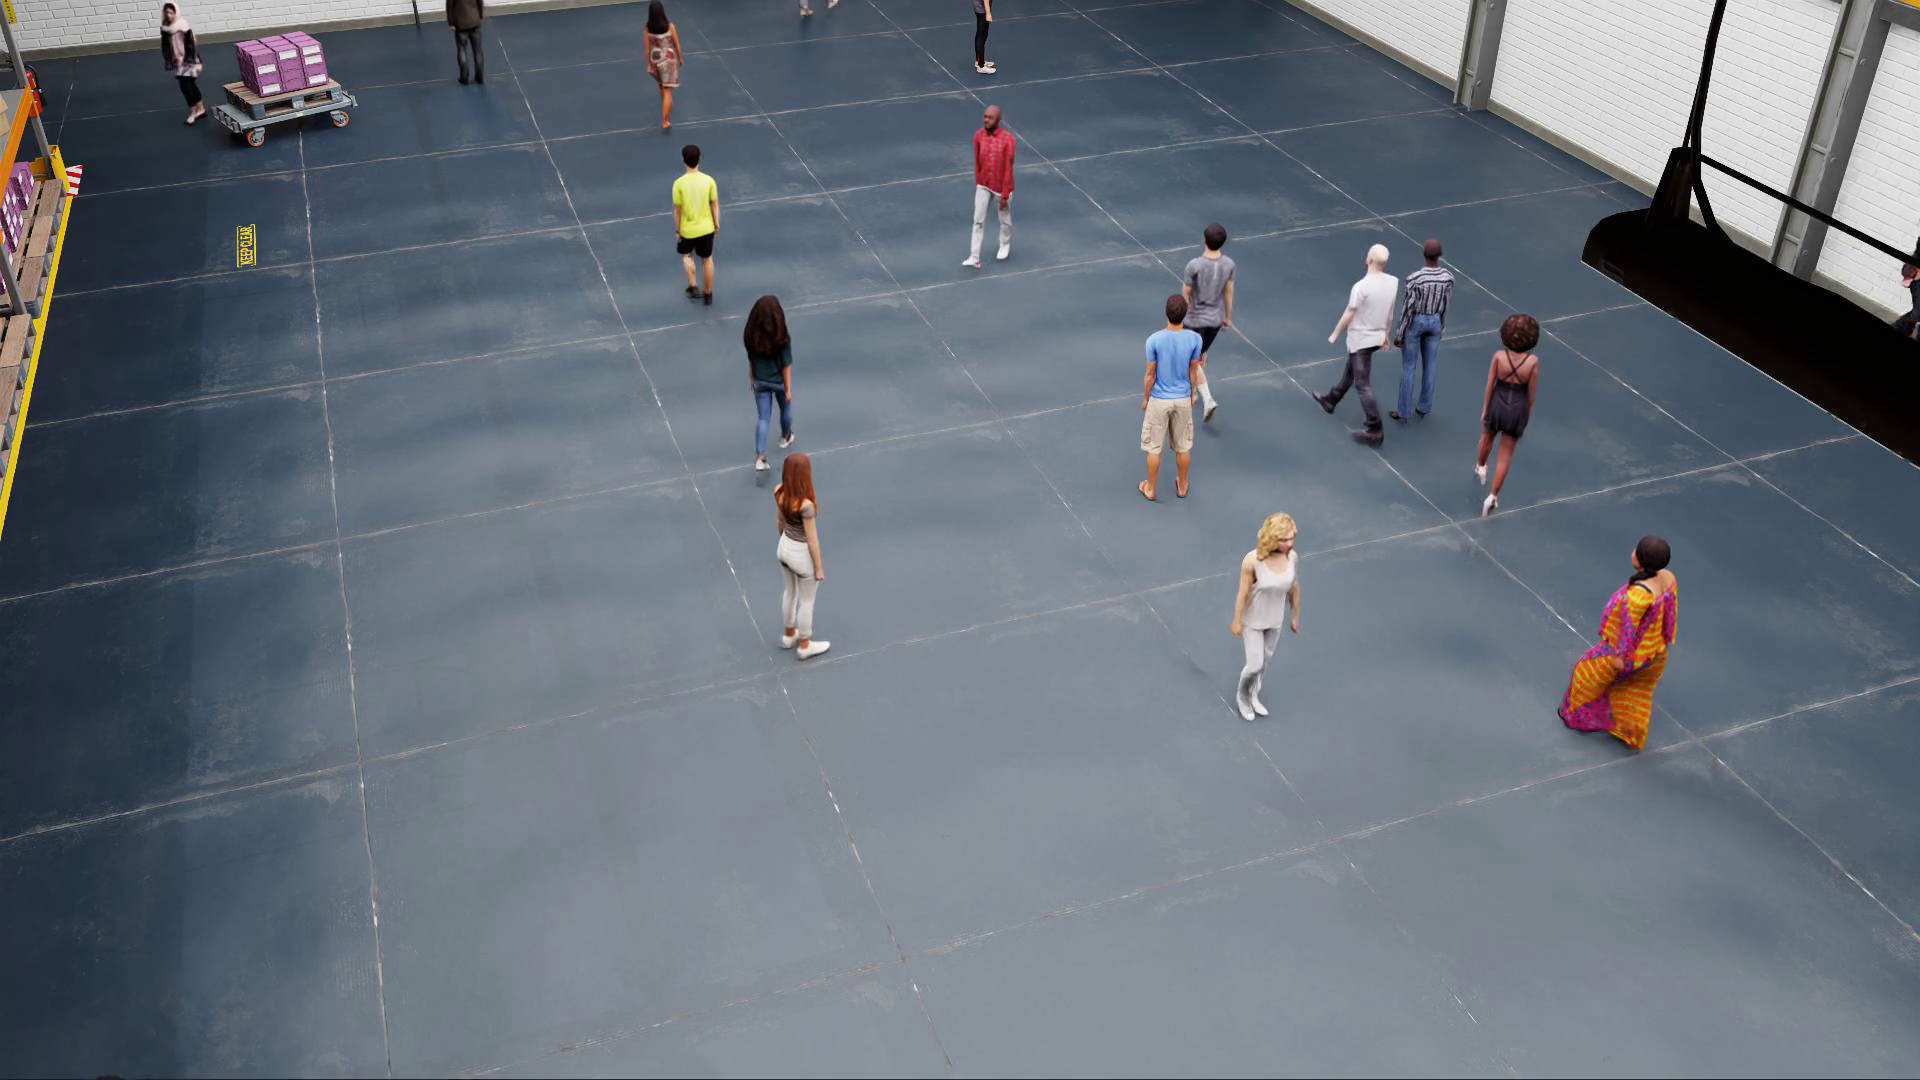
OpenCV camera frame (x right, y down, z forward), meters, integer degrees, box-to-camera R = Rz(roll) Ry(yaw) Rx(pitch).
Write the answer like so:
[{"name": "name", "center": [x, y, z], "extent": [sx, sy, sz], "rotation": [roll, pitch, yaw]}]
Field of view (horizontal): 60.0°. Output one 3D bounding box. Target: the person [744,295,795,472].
[{"name": "person", "center": [-1.685, -1.343, 14.557], "extent": [0.956, 1.581, 1.144], "rotation": [7, 34, 10]}]

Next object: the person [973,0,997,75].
[{"name": "person", "center": [0.332, -7.613, 23.824], "extent": [0.751, 1.764, 0.588], "rotation": [-2, 34, -3]}]

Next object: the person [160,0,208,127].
[{"name": "person", "center": [-10.225, -6.350, 22.060], "extent": [0.844, 1.615, 0.900], "rotation": [15, 36, 21]}]

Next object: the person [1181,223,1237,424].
[{"name": "person", "center": [2.257, -1.973, 15.279], "extent": [0.696, 1.831, 1.090], "rotation": [-9, 35, -13]}]

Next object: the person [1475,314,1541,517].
[{"name": "person", "center": [4.550, -1.000, 13.878], "extent": [0.913, 1.762, 0.990], "rotation": [14, 36, 20]}]

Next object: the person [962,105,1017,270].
[{"name": "person", "center": [0.421, -3.887, 18.212], "extent": [1.155, 1.772, 1.243], "rotation": [13, 36, 18]}]

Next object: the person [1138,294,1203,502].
[{"name": "person", "center": [1.779, -1.201, 14.090], "extent": [0.699, 1.862, 0.633], "rotation": [-4, 34, -6]}]

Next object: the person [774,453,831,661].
[{"name": "person", "center": [-1.198, 0.121, 12.232], "extent": [0.720, 1.718, 0.587], "rotation": [-27, 42, -35]}]

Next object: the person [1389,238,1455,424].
[{"name": "person", "center": [4.223, -1.904, 15.210], "extent": [0.648, 1.794, 0.565], "rotation": [-8, 34, -12]}]

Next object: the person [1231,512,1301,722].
[{"name": "person", "center": [2.105, 0.492, 11.725], "extent": [0.639, 1.661, 0.568], "rotation": [-13, 36, -19]}]

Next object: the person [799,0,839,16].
[{"name": "person", "center": [-2.341, -9.169, 26.054], "extent": [1.232, 1.889, 1.251], "rotation": [17, 37, 24]}]

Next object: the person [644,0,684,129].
[{"name": "person", "center": [-3.909, -6.225, 21.887], "extent": [0.957, 1.598, 1.223], "rotation": [3, 34, 5]}]

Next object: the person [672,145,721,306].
[{"name": "person", "center": [-2.726, -3.240, 17.311], "extent": [0.632, 1.693, 0.610], "rotation": [-11, 35, -16]}]

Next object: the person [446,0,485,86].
[{"name": "person", "center": [-6.881, -7.279, 23.290], "extent": [0.754, 1.801, 0.689], "rotation": [-19, 38, -26]}]

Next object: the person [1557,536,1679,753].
[{"name": "person", "center": [4.649, 0.725, 11.383], "extent": [0.824, 1.650, 0.950], "rotation": [-25, 41, -33]}]

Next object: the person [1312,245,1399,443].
[{"name": "person", "center": [3.692, -1.727, 14.954], "extent": [0.944, 1.782, 1.282], "rotation": [-25, 41, -32]}]
